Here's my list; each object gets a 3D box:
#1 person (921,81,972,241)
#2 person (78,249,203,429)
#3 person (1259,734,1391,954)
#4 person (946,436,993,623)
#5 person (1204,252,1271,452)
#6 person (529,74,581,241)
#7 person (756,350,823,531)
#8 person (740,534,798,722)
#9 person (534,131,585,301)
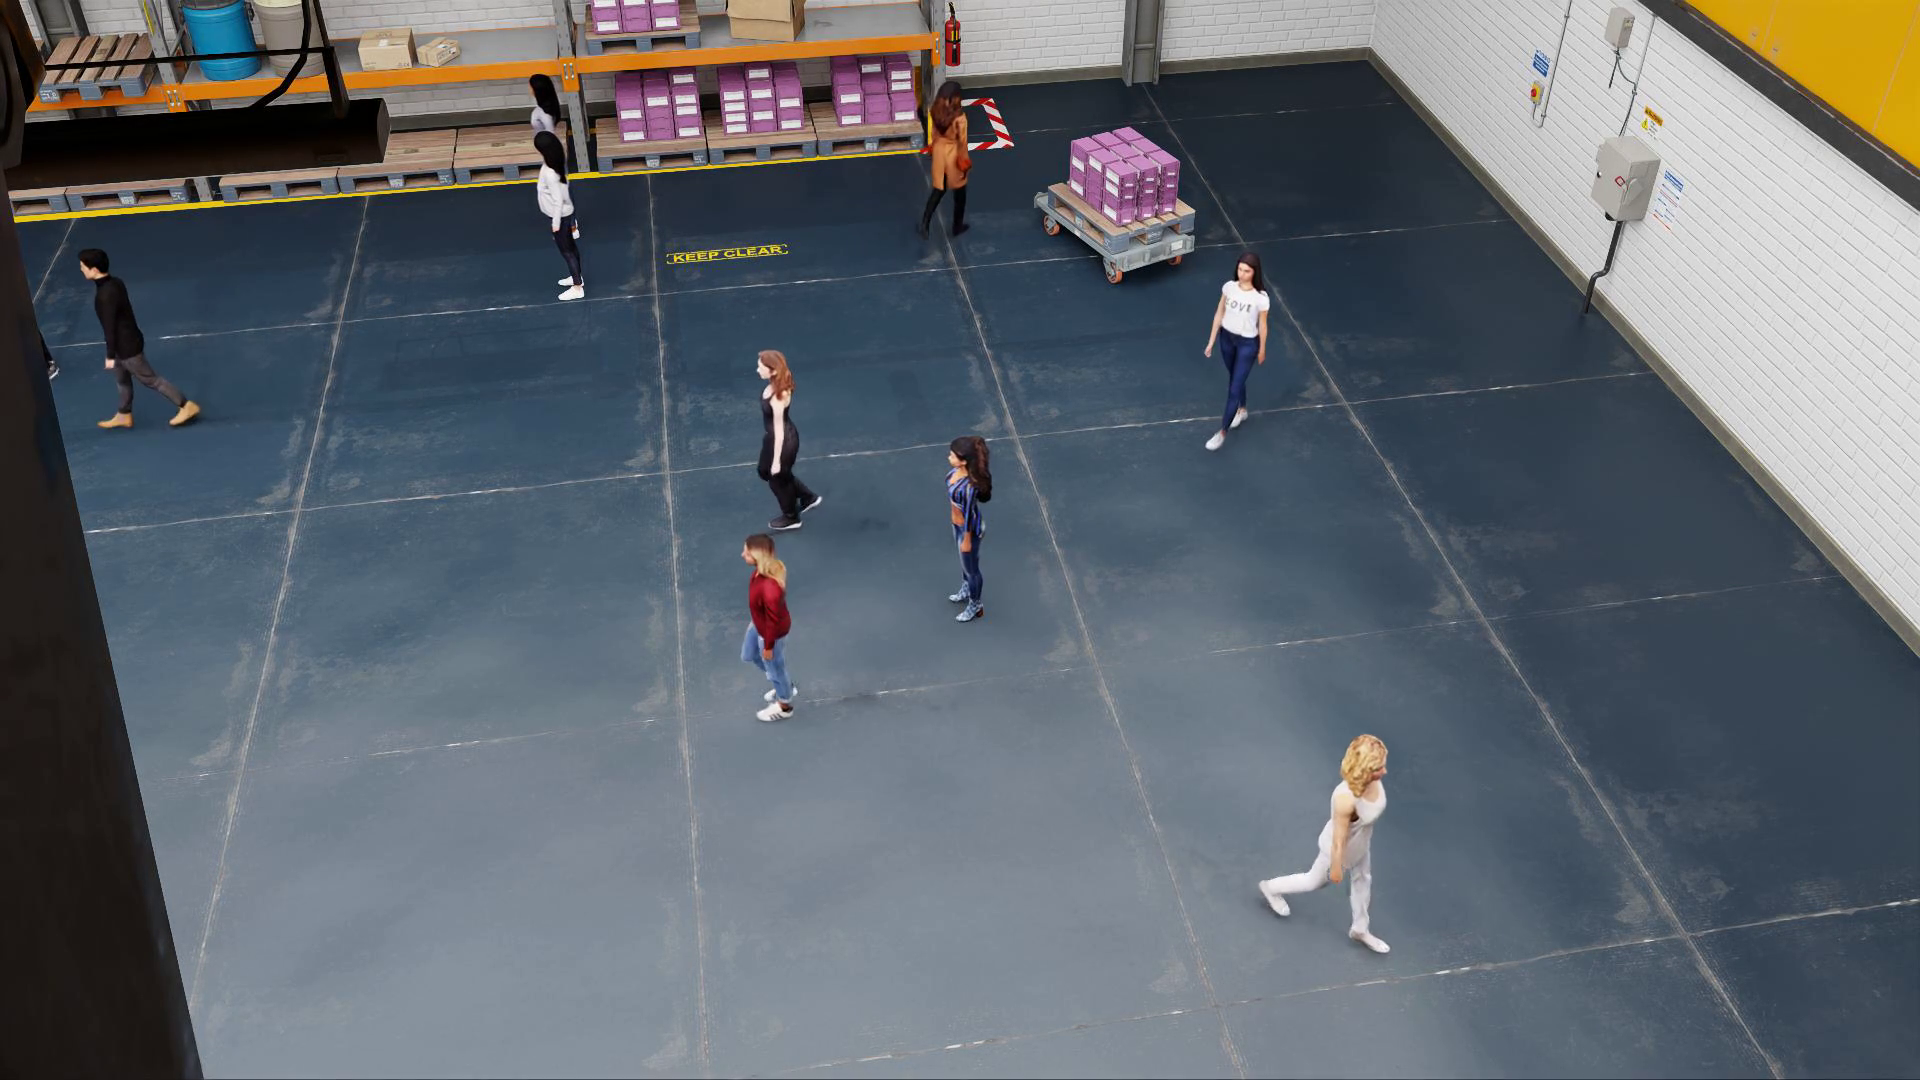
[{"bbox_3d":[-0.161,-3.749,16.641,1.046,1.705,1.096,23,44,26],"label":"person"},{"bbox_3d":[-6.962,-1.667,14.042,1.136,1.695,0.813,-13,41,-16],"label":"person"},{"bbox_3d":[2.194,1.746,9.814,1.128,1.637,1.070,24,45,27],"label":"person"},{"bbox_3d":[0.052,-0.093,12.134,0.538,1.616,0.595,-5,39,-6],"label":"person"},{"bbox_3d":[2.396,-1.668,14.005,0.960,1.742,1.078,30,48,32],"label":"person"},{"bbox_3d":[-4.076,-3.869,16.765,0.512,1.738,0.598,-5,39,-6],"label":"person"},{"bbox_3d":[-1.286,-0.757,12.879,0.718,1.723,0.613,-5,39,-7],"label":"person"},{"bbox_3d":[-1.208,0.592,11.269,0.584,1.625,0.609,-5,39,-6],"label":"person"},{"bbox_3d":[-3.802,-3.105,15.838,0.526,1.700,0.606,-5,39,-6],"label":"person"}]
